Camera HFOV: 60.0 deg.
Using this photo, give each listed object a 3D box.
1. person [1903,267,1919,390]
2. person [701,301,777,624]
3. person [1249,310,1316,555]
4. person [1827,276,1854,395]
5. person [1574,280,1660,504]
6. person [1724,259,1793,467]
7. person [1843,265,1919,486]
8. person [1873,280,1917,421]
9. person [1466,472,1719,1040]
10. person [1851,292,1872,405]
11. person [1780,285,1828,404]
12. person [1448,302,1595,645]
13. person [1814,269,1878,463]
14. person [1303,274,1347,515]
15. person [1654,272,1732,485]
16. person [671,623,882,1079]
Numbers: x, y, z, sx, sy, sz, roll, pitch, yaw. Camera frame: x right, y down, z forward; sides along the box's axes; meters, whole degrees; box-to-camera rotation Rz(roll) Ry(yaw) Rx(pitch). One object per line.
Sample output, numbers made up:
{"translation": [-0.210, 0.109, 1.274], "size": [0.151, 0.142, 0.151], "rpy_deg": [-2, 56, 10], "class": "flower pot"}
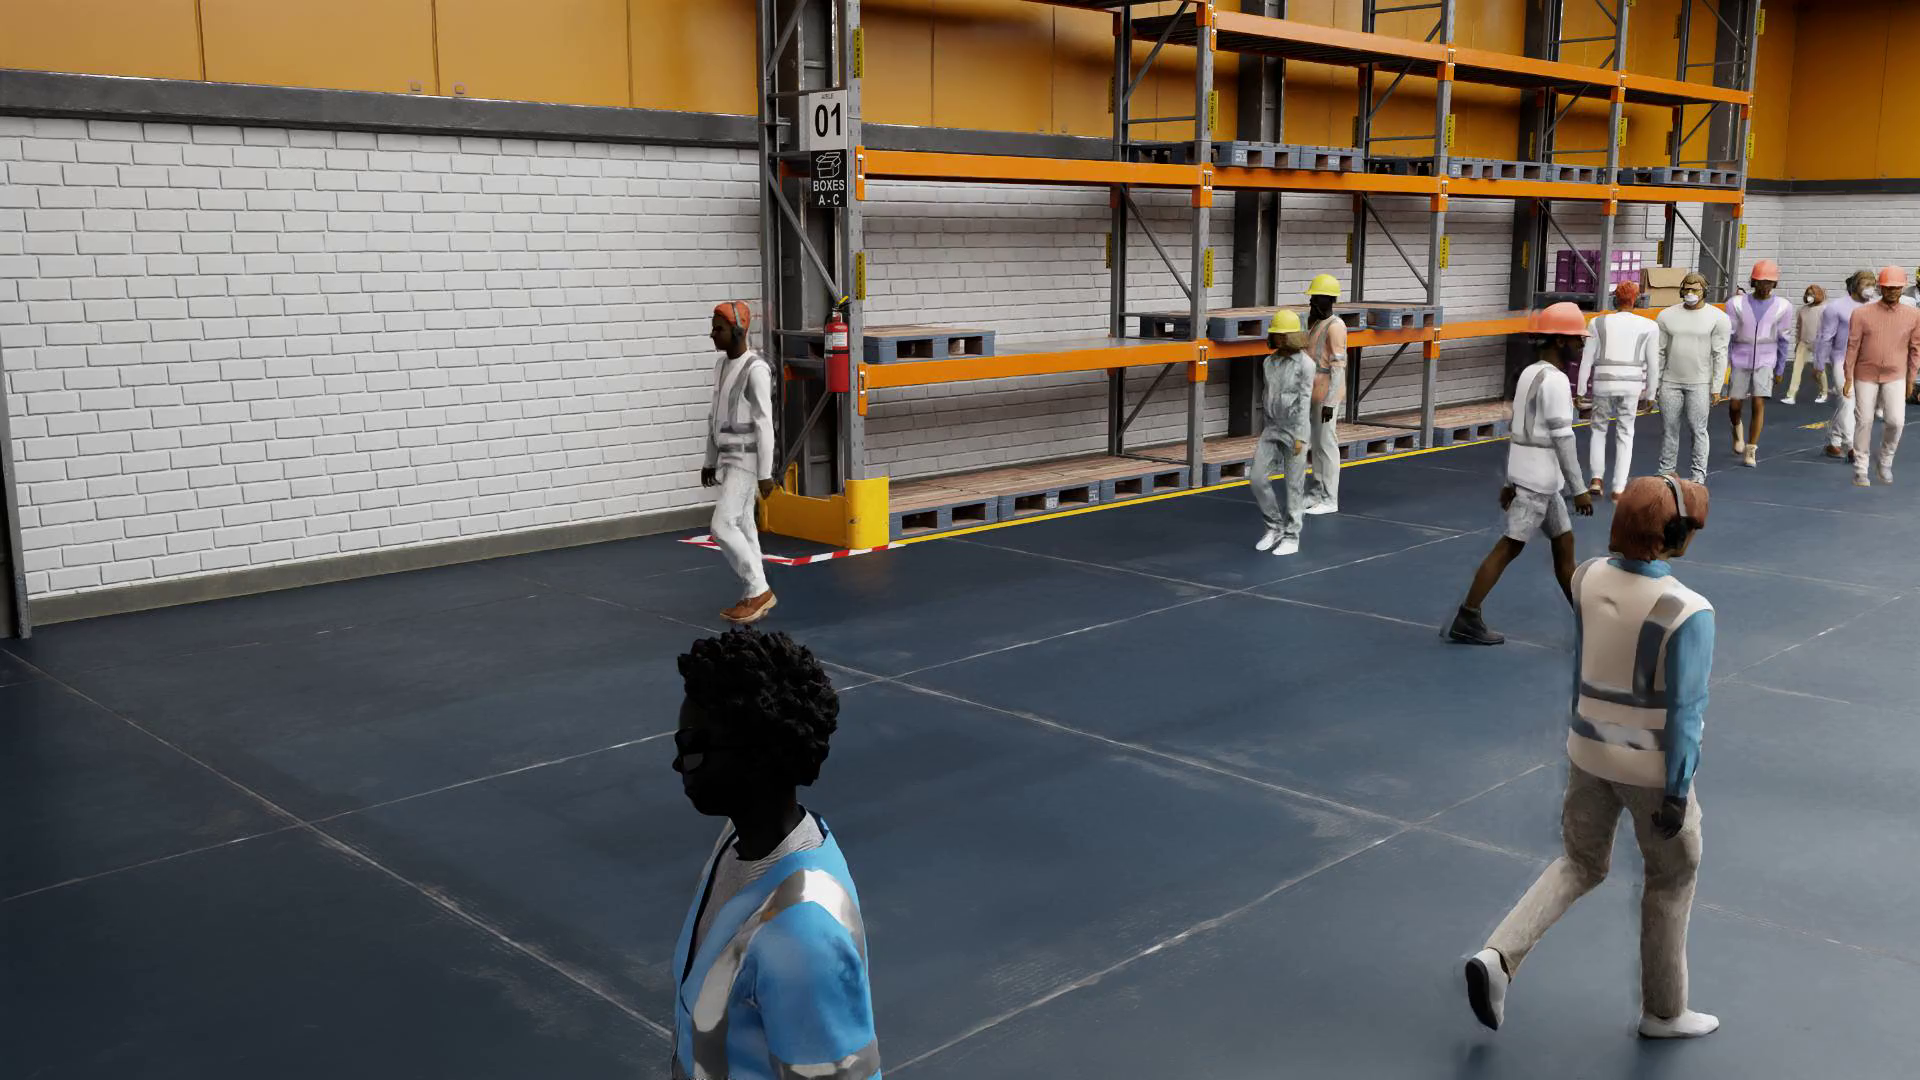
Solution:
{"translation": [13.852, -3.065, 24.066], "size": [0.569, 1.812, 0.626], "rpy_deg": [-8, 13, -36], "class": "person"}
{"translation": [-1.282, -0.433, 9.593], "size": [0.446, 1.870, 0.586], "rpy_deg": [-5, 11, -24], "class": "person"}
{"translation": [2.268, -0.743, 11.648], "size": [0.394, 1.726, 0.489], "rpy_deg": [-9, 14, -41], "class": "person"}
{"translation": [12.453, -2.840, 23.209], "size": [0.639, 1.660, 0.555], "rpy_deg": [-5, 11, -25], "class": "person"}
{"translation": [5.531, -1.246, 14.023], "size": [0.660, 1.861, 0.527], "rpy_deg": [4, 11, 20], "class": "person"}
{"translation": [7.770, -1.741, 16.304], "size": [0.629, 2.018, 0.728], "rpy_deg": [4, 11, 22], "class": "person"}
{"translation": [8.212, -1.450, 14.839], "size": [0.627, 1.979, 0.439], "rpy_deg": [4, 11, 20], "class": "person"}
{"translation": [11.294, -2.362, 20.236], "size": [0.529, 1.828, 1.000], "rpy_deg": [3, 11, 15], "class": "person"}
{"translation": [1.778, 0.616, 4.539], "size": [0.691, 1.615, 0.517], "rpy_deg": [-4, 11, -22], "class": "person"}
{"translation": [11.781, -2.527, 21.701], "size": [0.520, 1.605, 0.630], "rpy_deg": [-1, 10, -5], "class": "person"}
{"translation": [11.351, -2.603, 22.178], "size": [0.847, 1.588, 0.507], "rpy_deg": [-7, 13, -35], "class": "person"}
{"translation": [3.168, -0.335, 9.015], "size": [1.013, 1.888, 0.546], "rpy_deg": [2, 11, 8], "class": "person"}
{"translation": [8.895, -1.708, 16.444], "size": [0.655, 1.892, 0.975], "rpy_deg": [0, 10, -1], "class": "person"}
{"translation": [2.915, -1.170, 13.426], "size": [0.367, 1.929, 0.589], "rpy_deg": [-1, 10, -5], "class": "person"}
{"translation": [6.307, -1.347, 14.411], "size": [0.623, 1.932, 0.368], "rpy_deg": [10, 14, 43], "class": "person"}
{"translation": [-0.267, 0.958, 2.459], "size": [0.319, 1.695, 0.539], "rpy_deg": [-3, 11, -15], "class": "person"}
